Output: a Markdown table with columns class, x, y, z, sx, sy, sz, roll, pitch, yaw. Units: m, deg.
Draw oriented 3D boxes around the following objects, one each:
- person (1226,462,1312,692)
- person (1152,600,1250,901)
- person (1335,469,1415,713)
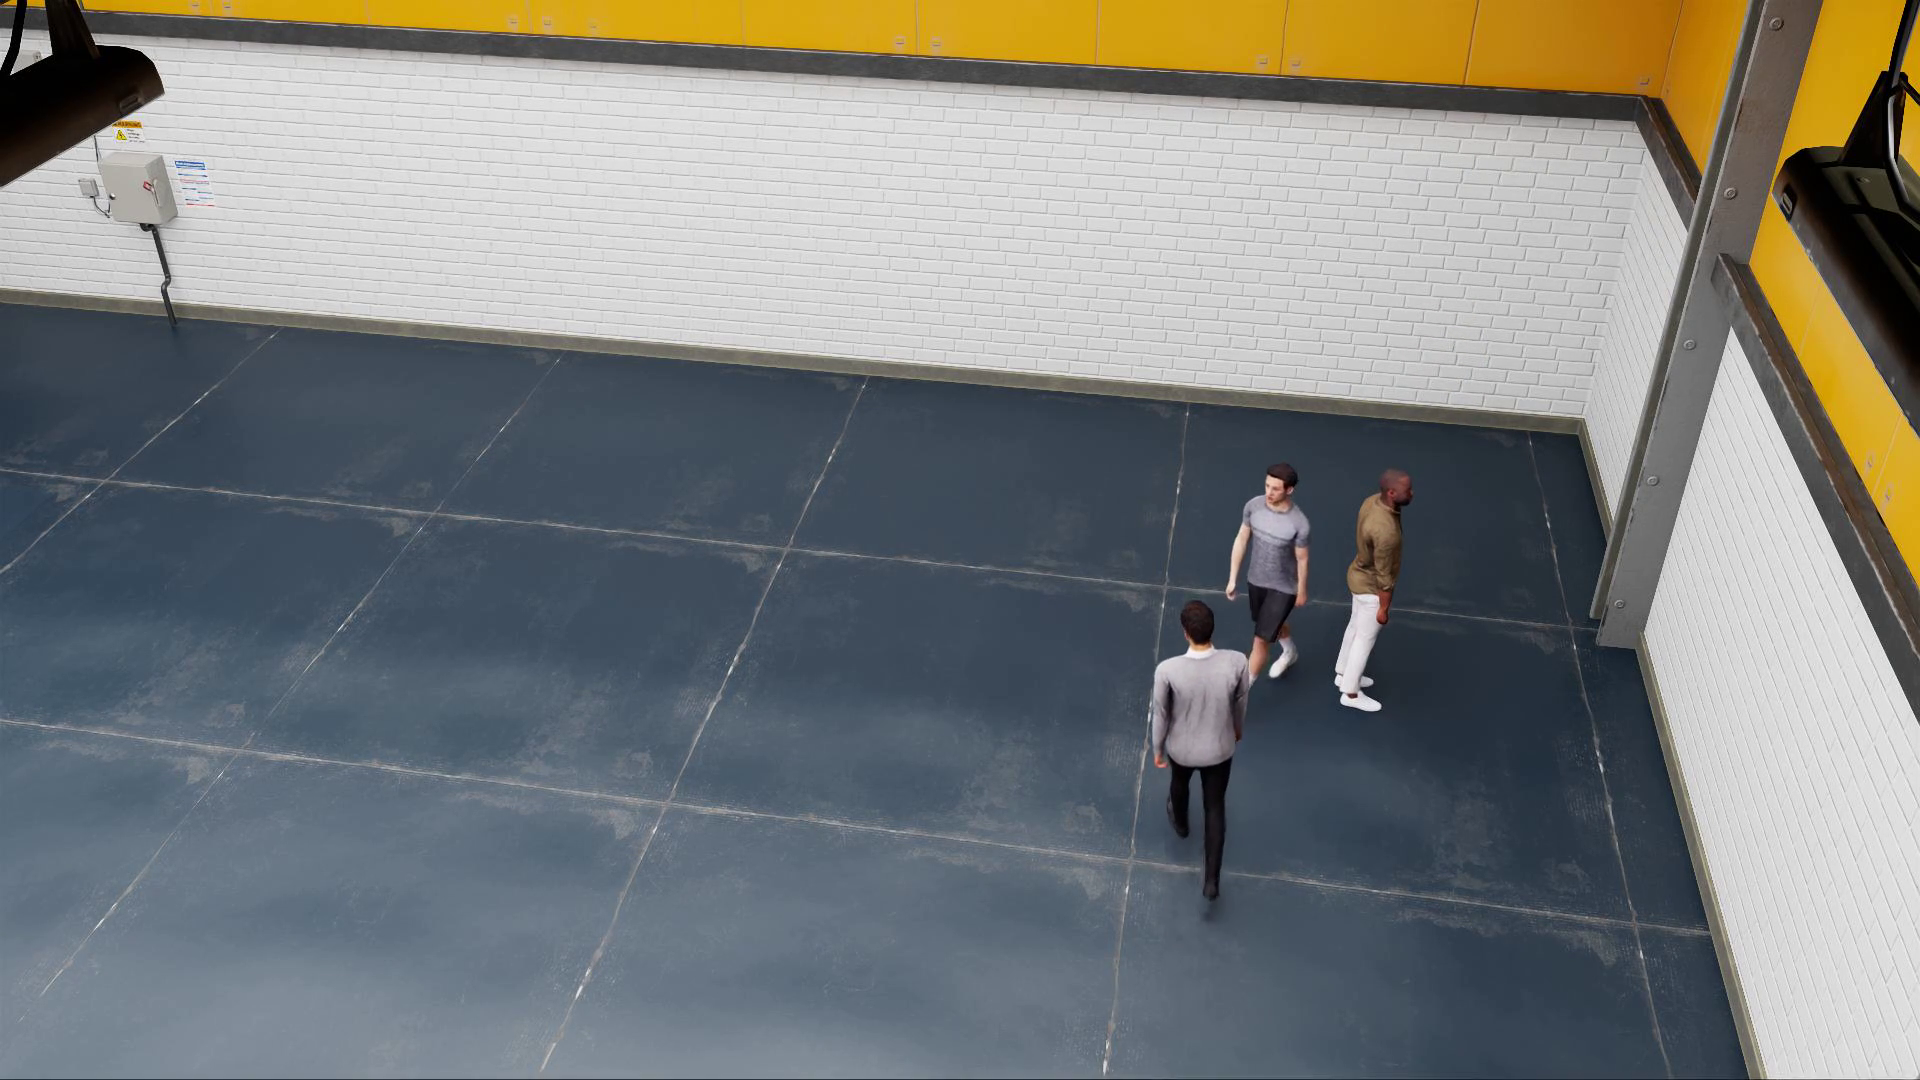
| class | x | y | z | sx | sy | sz | roll | pitch | yaw |
| --- | --- | --- | --- | --- | --- | --- | --- | --- | --- |
| person | 2.180 | 0.250 | 11.294 | 1.279 | 1.827 | 1.137 | -28 | 43 | -35 |
| person | 1.428 | 1.240 | 9.720 | 0.861 | 1.920 | 1.269 | 2 | 34 | 4 |
| person | 2.778 | 0.313 | 11.202 | 0.812 | 1.824 | 0.535 | 2 | 34 | 2 |
